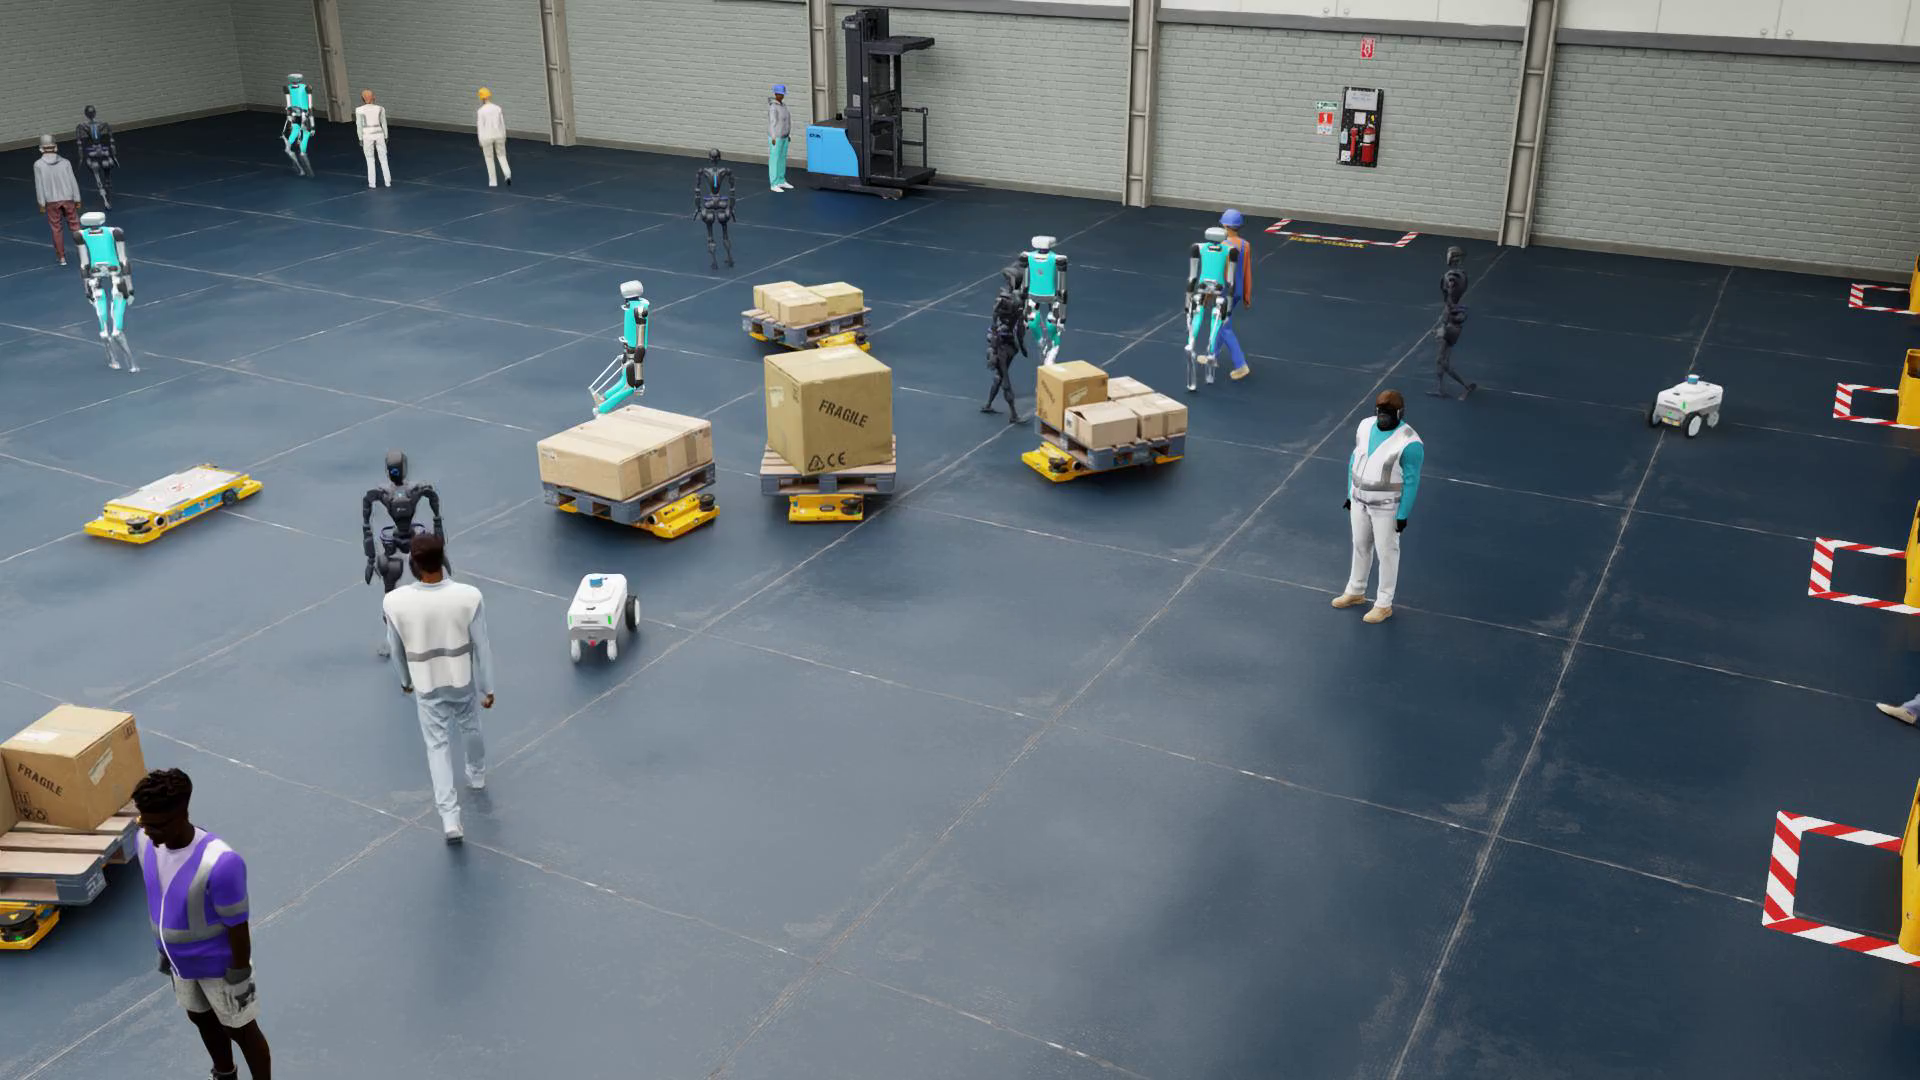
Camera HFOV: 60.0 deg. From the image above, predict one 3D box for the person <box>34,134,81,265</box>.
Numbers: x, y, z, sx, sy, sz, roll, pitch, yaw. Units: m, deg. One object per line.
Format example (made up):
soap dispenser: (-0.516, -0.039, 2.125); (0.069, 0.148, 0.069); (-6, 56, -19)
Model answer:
person: (-12.648, -4.779, 23.343); (0.551, 1.805, 0.380); (-15, 28, -32)

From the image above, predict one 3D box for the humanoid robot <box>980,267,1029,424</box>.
humanoid robot: (0.467, -2.018, 17.124); (0.691, 1.620, 0.589); (16, 28, 32)

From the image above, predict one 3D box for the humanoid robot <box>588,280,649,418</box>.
humanoid robot: (-3.296, -1.620, 15.904); (0.735, 1.677, 0.533); (-8, 25, -19)

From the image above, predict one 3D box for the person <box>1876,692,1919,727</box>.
person: (6.773, 0.567, 10.998); (0.908, 1.709, 0.527); (8, 25, 18)

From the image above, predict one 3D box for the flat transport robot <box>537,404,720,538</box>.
flat transport robot: (-2.933, -0.333, 14.937); (1.431, 0.231, 0.659); (13, 27, 28)

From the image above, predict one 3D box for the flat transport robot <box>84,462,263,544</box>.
flat transport robot: (-7.060, -0.343, 14.962); (0.659, 0.231, 1.431); (9, 25, 20)

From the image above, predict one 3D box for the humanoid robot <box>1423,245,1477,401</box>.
humanoid robot: (5.326, -2.319, 17.786); (0.539, 1.632, 0.606); (11, 25, 23)

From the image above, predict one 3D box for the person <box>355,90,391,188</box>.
person: (-9.987, -6.827, 28.330); (0.507, 1.629, 0.313); (-15, 27, -31)

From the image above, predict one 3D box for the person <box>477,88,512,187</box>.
person: (-7.945, -6.835, 28.281); (0.481, 1.679, 0.480); (-15, 28, -32)

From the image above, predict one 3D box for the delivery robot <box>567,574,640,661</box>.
delivery robot: (-2.722, 0.543, 12.560); (0.499, 0.614, 0.812); (-1, 23, -1)

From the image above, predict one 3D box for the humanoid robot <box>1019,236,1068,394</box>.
humanoid robot: (0.969, -2.453, 18.114); (0.538, 1.856, 0.847); (7, 24, 17)

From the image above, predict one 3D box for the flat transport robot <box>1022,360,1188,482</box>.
flat transport robot: (1.405, -0.835, 16.107); (1.431, 0.231, 0.659); (-11, 26, -24)

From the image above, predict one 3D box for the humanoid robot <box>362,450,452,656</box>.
humanoid robot: (-4.054, 0.097, 12.165); (0.609, 1.643, 0.408); (-8, 25, -19)

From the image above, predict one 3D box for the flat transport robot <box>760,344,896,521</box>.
flat transport robot: (-1.190, -0.516, 15.364); (0.659, 0.231, 1.431); (-1, 23, -1)

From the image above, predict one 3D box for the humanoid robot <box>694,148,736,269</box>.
humanoid robot: (-3.415, -4.608, 23.104); (0.590, 1.653, 0.385); (-6, 24, -13)

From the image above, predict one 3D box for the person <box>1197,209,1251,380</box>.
person: (3.010, -2.752, 18.551); (0.515, 1.872, 0.959); (-14, 27, -29)

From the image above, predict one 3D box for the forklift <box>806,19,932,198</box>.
forklift: (-1.573, -7.292, 27.850); (1.873, 2.768, 1.129); (12, 26, 25)

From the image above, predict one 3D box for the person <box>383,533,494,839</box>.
person: (-3.143, 0.864, 10.134); (0.580, 1.879, 0.980); (-8, 25, -18)

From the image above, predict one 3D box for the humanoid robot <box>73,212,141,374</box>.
humanoid robot: (-9.585, -2.720, 18.645); (0.589, 1.785, 0.821); (-3, 23, -7)

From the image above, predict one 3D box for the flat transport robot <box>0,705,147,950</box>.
flat transport robot: (-5.387, 1.894, 9.752); (0.659, 0.231, 1.431); (1, 23, 3)

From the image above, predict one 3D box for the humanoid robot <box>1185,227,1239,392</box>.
humanoid robot: (2.661, -2.429, 18.001); (0.547, 1.772, 0.900); (7, 24, 15)

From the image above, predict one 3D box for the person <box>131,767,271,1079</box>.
person: (-3.461, 1.893, 7.623); (0.604, 1.960, 0.365); (12, 26, 25)

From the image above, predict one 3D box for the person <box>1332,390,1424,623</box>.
person: (3.207, -0.275, 12.806); (0.429, 1.845, 0.632); (-15, 27, -31)

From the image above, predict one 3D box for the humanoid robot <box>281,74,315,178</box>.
humanoid robot: (-11.606, -7.183, 29.047); (0.554, 1.789, 0.806); (4, 24, 9)

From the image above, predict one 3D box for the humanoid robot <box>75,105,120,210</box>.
humanoid robot: (-13.876, -6.145, 26.765); (0.600, 1.639, 0.785); (-16, 28, -32)

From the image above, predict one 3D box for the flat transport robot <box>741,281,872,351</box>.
flat transport robot: (-1.801, -2.429, 19.818); (1.431, 0.231, 0.659); (21, 31, 40)

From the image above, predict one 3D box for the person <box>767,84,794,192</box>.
person: (-3.049, -6.797, 28.080); (0.358, 1.774, 0.528); (10, 25, 22)

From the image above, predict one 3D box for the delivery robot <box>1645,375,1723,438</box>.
delivery robot: (7.447, -1.379, 17.032); (0.805, 0.612, 0.499); (-16, 28, -32)
